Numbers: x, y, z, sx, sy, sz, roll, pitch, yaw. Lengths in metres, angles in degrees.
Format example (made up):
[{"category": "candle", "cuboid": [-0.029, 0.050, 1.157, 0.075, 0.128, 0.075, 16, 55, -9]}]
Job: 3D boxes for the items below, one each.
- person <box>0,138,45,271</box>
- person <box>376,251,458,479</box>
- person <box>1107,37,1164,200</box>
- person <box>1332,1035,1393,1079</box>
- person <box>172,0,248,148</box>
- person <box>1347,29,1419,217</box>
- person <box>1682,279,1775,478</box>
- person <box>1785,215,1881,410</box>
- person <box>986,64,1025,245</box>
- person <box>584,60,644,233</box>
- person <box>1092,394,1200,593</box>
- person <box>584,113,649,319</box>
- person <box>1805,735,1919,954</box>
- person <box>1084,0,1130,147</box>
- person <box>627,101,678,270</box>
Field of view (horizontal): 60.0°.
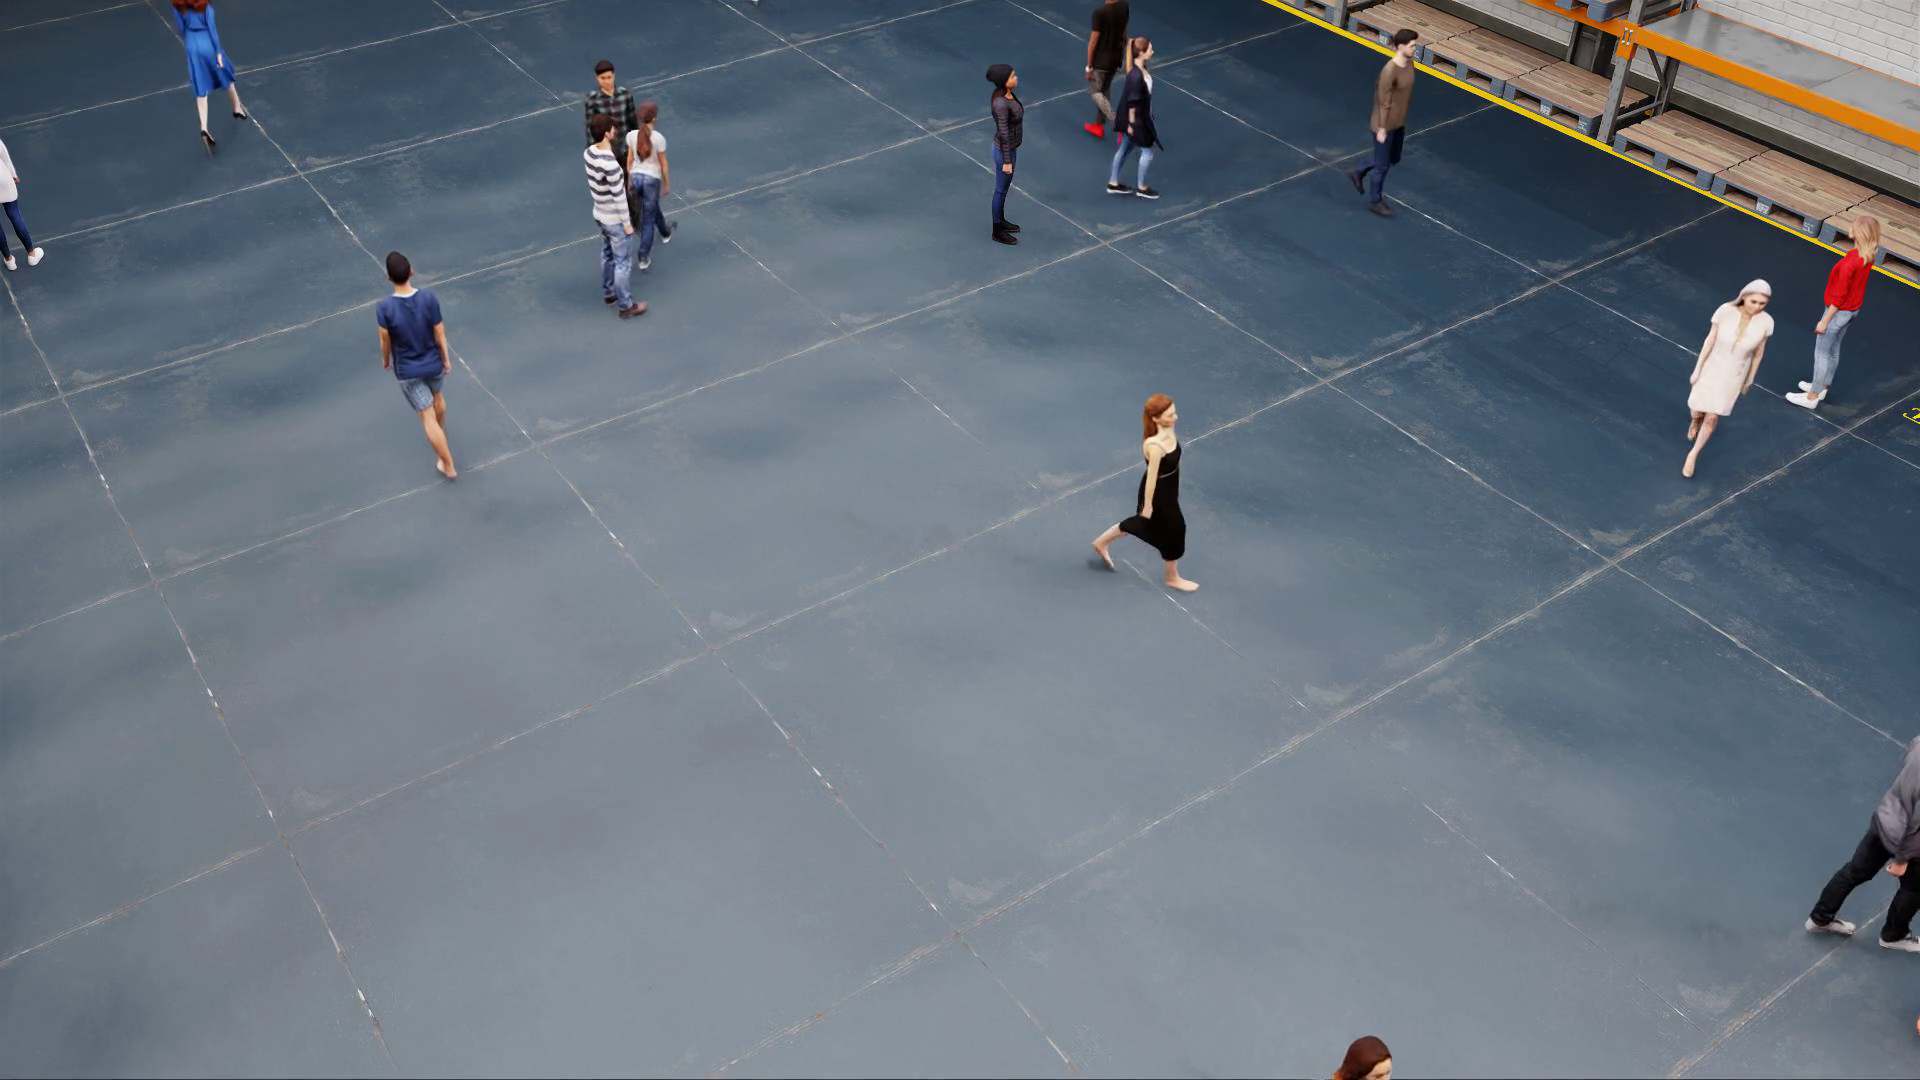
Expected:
[{"category": "person", "cuboid": [-8.966, -3.340, 15.356, 0.654, 1.775, 0.594, -15, 41, -17]}, {"category": "person", "cuboid": [-4.115, -1.285, 12.762, 0.629, 1.802, 1.072, -24, 44, -27]}, {"category": "person", "cuboid": [1.639, -4.178, 16.496, 0.899, 1.663, 0.848, 2, 39, 2]}, {"category": "person", "cuboid": [1.805, 2.794, 7.916, 0.561, 1.476, 0.595, -21, 43, -24]}, {"category": "person", "cuboid": [-7.954, -4.992, 17.426, 1.055, 1.774, 1.239, 0, 39, 0]}, {"category": "person", "cuboid": [4.106, -4.085, 16.210, 0.938, 1.874, 0.772, 29, 47, 31]}, {"category": "person", "cuboid": [5.880, -1.291, 12.836, 0.850, 1.719, 0.881, 15, 41, 18]}, {"category": "person", "cuboid": [7.158, -1.851, 13.550, 0.651, 1.702, 0.555, -31, 48, -32]}, {"category": "person", "cuboid": [0.420, -3.682, 15.811, 0.779, 1.742, 0.714, 5, 39, 6]}, {"category": "person", "cuboid": [-3.408, -3.873, 16.234, 0.878, 1.685, 1.059, -13, 40, -15]}, {"category": "person", "cuboid": [1.309, -0.344, 11.752, 1.120, 1.592, 0.963, 12, 40, 15]}, {"category": "person", "cuboid": [-3.094, -2.868, 14.709, 0.704, 1.845, 0.454, -25, 45, -28]}, {"category": "person", "cuboid": [5.108, 1.616, 9.183, 1.002, 1.736, 0.961, 3, 39, 4]}, {"category": "person", "cuboid": [1.583, -4.990, 17.413, 0.667, 1.787, 1.001, -25, 45, -28]}, {"category": "person", "cuboid": [-2.950, -3.277, 15.492, 1.006, 1.506, 0.966, 9, 40, 11]}]
